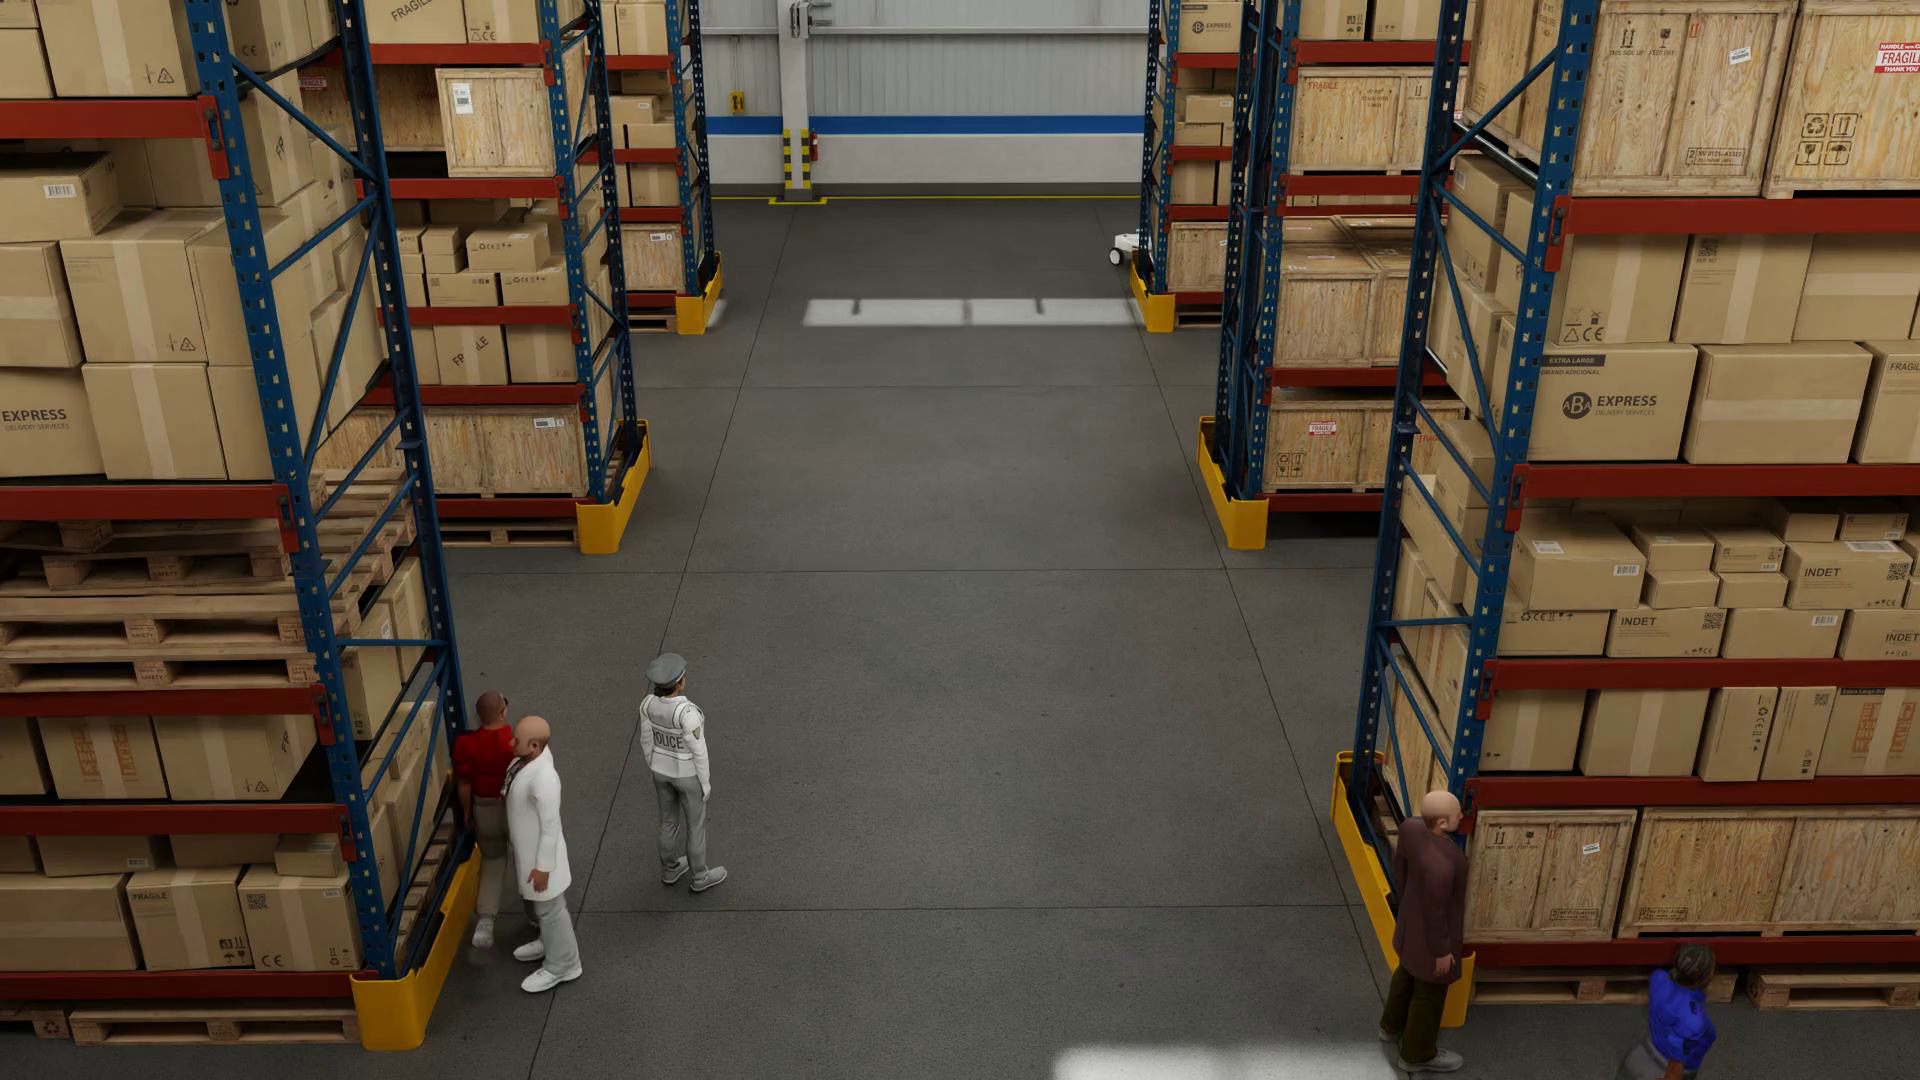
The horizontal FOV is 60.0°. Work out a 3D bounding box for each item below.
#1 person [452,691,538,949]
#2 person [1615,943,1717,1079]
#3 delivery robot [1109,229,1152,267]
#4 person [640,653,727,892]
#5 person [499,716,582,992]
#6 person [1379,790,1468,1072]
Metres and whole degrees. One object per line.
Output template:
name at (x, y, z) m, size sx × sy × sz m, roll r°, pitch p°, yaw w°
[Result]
person at (-2.808, 1.710, 10.237) m, size 0.537 × 1.724 × 0.696 m, roll 0°, pitch 25°, yaw 0°
person at (3.515, 2.669, 8.305) m, size 0.969 × 1.613 × 0.456 m, roll -5°, pitch 26°, yaw -11°
delivery robot at (2.525, -4.222, 24.494) m, size 0.667 × 0.536 × 0.754 m, roll -20°, pitch 32°, yaw -36°
person at (-1.812, 1.499, 10.762) m, size 0.465 × 1.691 × 0.335 m, roll 12°, pitch 28°, yaw 24°
person at (-2.537, 1.839, 9.887) m, size 0.379 × 1.780 × 0.579 m, roll -10°, pitch 27°, yaw -21°
person at (2.652, 2.149, 9.263) m, size 0.407 × 1.783 × 0.574 m, roll -4°, pitch 25°, yaw -8°
